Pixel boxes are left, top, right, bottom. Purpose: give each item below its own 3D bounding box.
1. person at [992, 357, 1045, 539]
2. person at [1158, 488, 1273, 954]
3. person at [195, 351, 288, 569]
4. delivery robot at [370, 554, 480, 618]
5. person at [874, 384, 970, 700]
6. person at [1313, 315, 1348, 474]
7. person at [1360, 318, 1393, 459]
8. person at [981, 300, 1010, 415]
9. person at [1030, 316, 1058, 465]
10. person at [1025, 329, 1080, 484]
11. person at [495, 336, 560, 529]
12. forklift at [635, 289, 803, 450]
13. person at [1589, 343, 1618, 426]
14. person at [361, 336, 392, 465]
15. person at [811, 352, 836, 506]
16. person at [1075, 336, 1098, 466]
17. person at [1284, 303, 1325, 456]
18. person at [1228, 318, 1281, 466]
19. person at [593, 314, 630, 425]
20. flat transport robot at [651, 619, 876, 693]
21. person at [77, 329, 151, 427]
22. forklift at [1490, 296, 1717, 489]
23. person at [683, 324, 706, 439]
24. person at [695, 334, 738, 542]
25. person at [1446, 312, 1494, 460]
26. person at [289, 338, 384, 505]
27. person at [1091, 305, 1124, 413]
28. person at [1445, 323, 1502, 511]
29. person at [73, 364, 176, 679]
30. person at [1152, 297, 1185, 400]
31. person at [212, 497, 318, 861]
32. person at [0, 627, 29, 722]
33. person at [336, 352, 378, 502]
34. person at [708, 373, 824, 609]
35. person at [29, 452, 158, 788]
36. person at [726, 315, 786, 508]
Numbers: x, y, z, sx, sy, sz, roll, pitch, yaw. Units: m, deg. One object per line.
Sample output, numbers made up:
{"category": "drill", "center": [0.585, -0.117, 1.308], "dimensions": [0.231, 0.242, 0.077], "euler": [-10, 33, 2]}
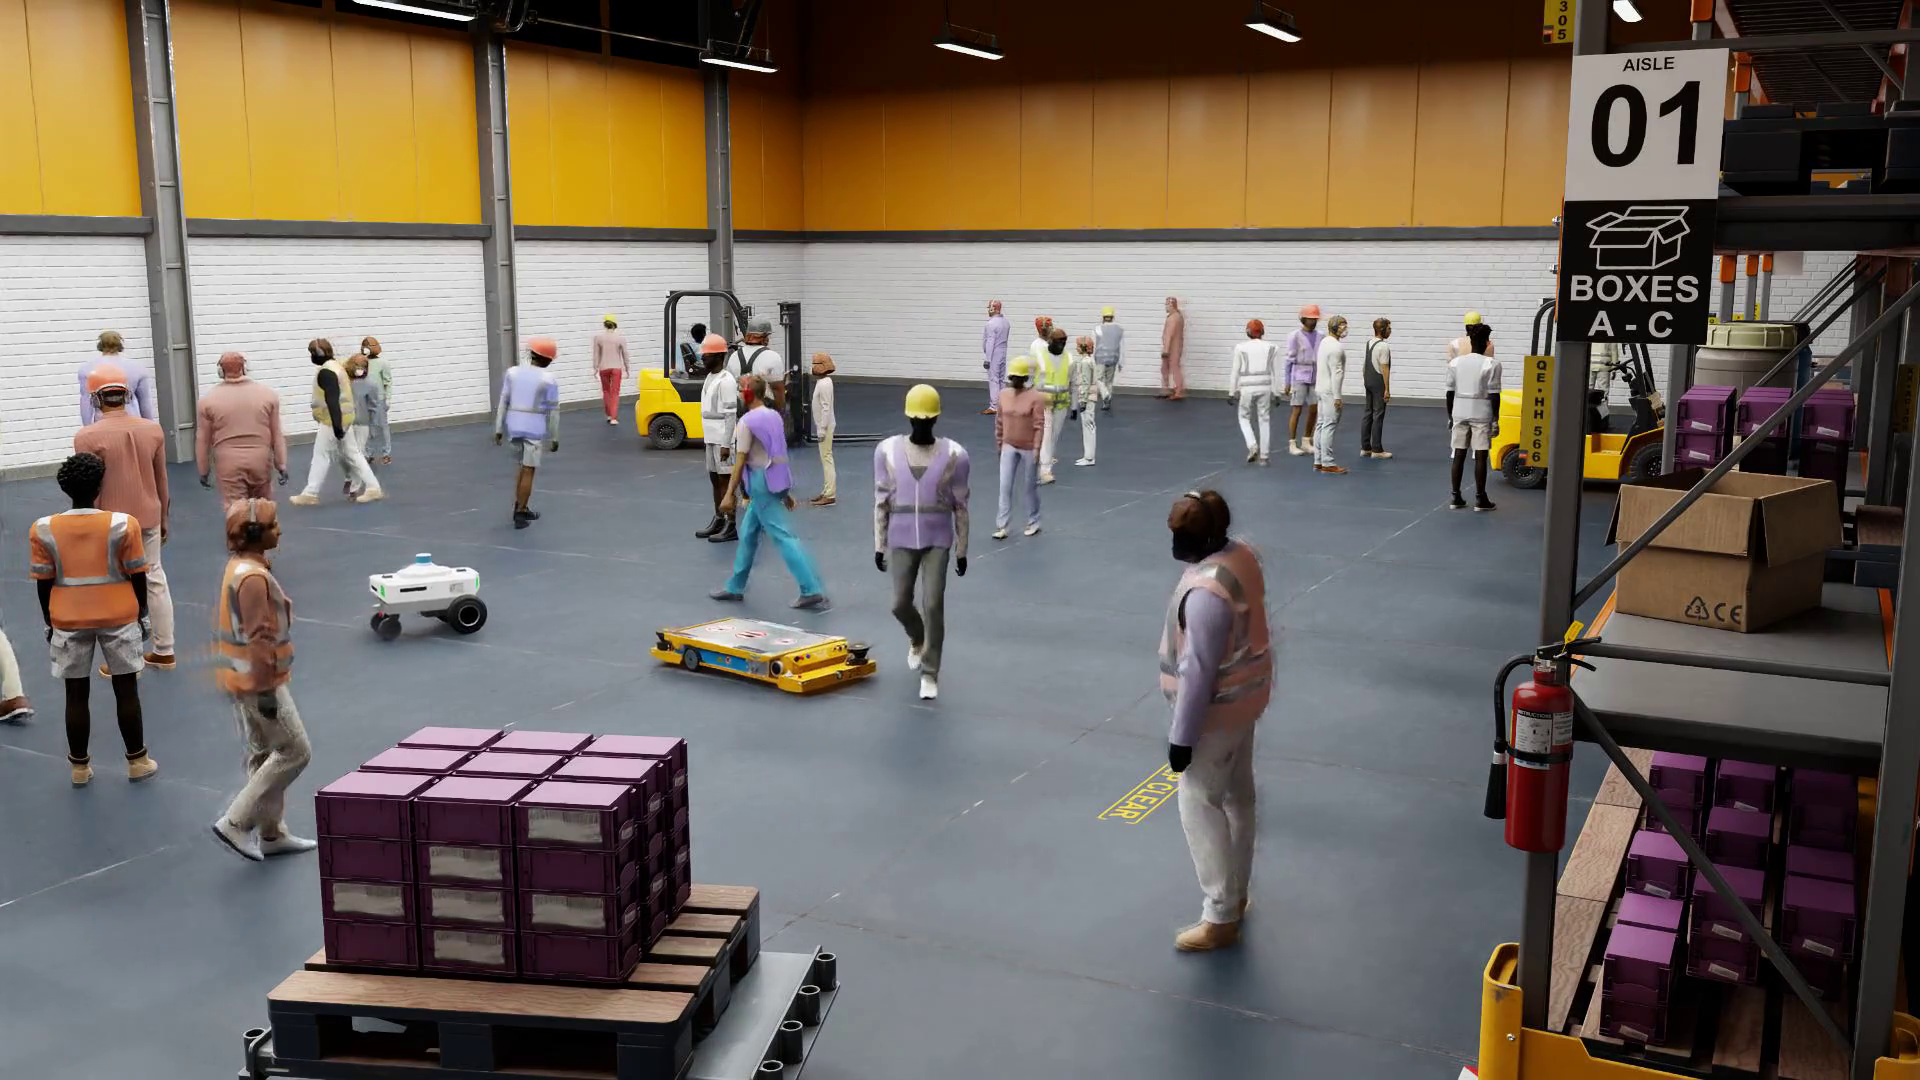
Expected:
{"category": "person", "center": [0.550, -0.851, 15.579], "dimensions": [0.533, 1.722, 0.863], "euler": [4, 11, 22]}
{"category": "person", "center": [1.008, 0.673, 6.555], "dimensions": [0.433, 1.809, 0.746], "euler": [4, 11, 23]}
{"category": "person", "center": [-5.961, -0.623, 13.775], "dimensions": [0.680, 1.881, 0.691], "euler": [-6, 11, -30]}
{"category": "delivery robot", "center": [-3.787, 0.340, 11.767], "dimensions": [0.707, 0.478, 0.477], "euler": [-5, 11, -32]}
{"category": "person", "center": [-0.223, -0.012, 10.167], "dimensions": [0.590, 1.906, 0.576], "euler": [1, 10, 8]}
{"category": "person", "center": [4.527, -1.774, 20.310], "dimensions": [0.374, 1.934, 0.628], "euler": [-1, 10, -5]}
{"category": "person", "center": [5.476, -1.989, 21.816], "dimensions": [0.327, 1.842, 0.514], "euler": [-3, 10, -19]}
{"category": "person", "center": [0.573, -3.046, 27.755], "dimensions": [0.410, 1.909, 0.642], "euler": [5, 11, 27]}
{"category": "person", "center": [1.057, -1.904, 21.209], "dimensions": [0.355, 1.883, 0.573], "euler": [-1, 10, -7]}
{"category": "person", "center": [1.110, -1.547, 19.374], "dimensions": [0.638, 1.801, 0.878], "euler": [-3, 10, -18]}
{"category": "person", "center": [-4.207, -1.057, 16.334], "dimensions": [0.641, 1.875, 0.617], "euler": [3, 10, 19]}
{"category": "forklift", "center": [-3.358, -2.392, 23.136], "dimensions": [2.313, 2.155, 1.214], "euler": [-1, 10, -5]}
{"category": "person", "center": [9.887, -2.673, 25.803], "dimensions": [0.592, 1.833, 0.404], "euler": [6, 11, 30]}
{"category": "person", "center": [-7.463, -1.773, 21.167], "dimensions": [0.497, 1.634, 0.279], "euler": [2, 10, 14]}
{"category": "person", "center": [-1.464, -1.184, 17.766], "dimensions": [0.279, 1.633, 0.504], "euler": [-1, 10, -6]}
{"category": "person", "center": [1.594, -1.753, 21.040], "dimensions": [0.314, 1.640, 0.516], "euler": [2, 10, 9]}
{"category": "person", "center": [4.606, -2.122, 22.073], "dimensions": [0.615, 2.027, 0.444], "euler": [-6, 11, -30]}
{"category": "person", "center": [3.737, -1.867, 21.060], "dimensions": [0.707, 1.861, 0.466], "euler": [-1, 10, -3]}
{"category": "person", "center": [-5.469, -2.685, 26.181], "dimensions": [0.546, 1.726, 0.864], "euler": [0, 10, 0]}
{"category": "flat transport robot", "center": [-1.282, 0.714, 10.714], "dimensions": [1.431, 0.197, 0.652], "euler": [8, 13, 40]}
{"category": "person", "center": [-8.431, -1.127, 16.601], "dimensions": [0.655, 1.940, 0.476], "euler": [-8, 12, -37]}
{"category": "forklift", "center": [7.296, -1.677, 18.993], "dimensions": [2.313, 2.155, 1.214], "euler": [5, 11, 27]}
{"category": "person", "center": [-3.744, -2.301, 24.129], "dimensions": [0.854, 1.654, 0.540], "euler": [-4, 11, -23]}
{"category": "person", "center": [-2.271, -0.948, 15.519], "dimensions": [0.355, 1.939, 0.543], "euler": [-6, 11, -30]}
{"category": "person", "center": [6.628, -1.999, 21.629], "dimensions": [0.594, 1.925, 0.370], "euler": [4, 11, 21]}
{"category": "person", "center": [-6.695, -1.266, 17.830], "dimensions": [0.955, 1.783, 0.659], "euler": [-1, 10, -8]}
{"category": "person", "center": [2.465, -3.011, 27.808], "dimensions": [0.606, 1.811, 0.565], "euler": [-3, 10, -15]}
{"category": "person", "center": [5.367, -1.286, 17.387], "dimensions": [0.608, 1.966, 0.370], "euler": [10, 14, 44]}
{"category": "person", "center": [-5.301, -0.114, 10.537], "dimensions": [0.395, 1.988, 0.614], "euler": [5, 11, 27]}
{"category": "person", "center": [3.769, -3.485, 30.343], "dimensions": [0.757, 1.879, 0.680], "euler": [3, 10, 17]}
{"category": "person", "center": [-3.054, 0.622, 7.301], "dimensions": [0.364, 1.627, 0.534], "euler": [-5, 11, -27]}
{"category": "person", "center": [-5.748, 0.155, 9.522], "dimensions": [0.973, 1.814, 0.543], "euler": [5, 11, 26]}
{"category": "person", "center": [-6.578, -1.233, 18.073], "dimensions": [0.538, 1.613, 0.393], "euler": [-1, 10, -8]}
{"category": "person", "center": [-1.462, -0.368, 12.629], "dimensions": [0.996, 1.793, 0.572], "euler": [2, 10, 13]}
{"category": "person", "center": [-4.352, 0.406, 8.375], "dimensions": [0.535, 1.697, 0.318], "euler": [-3, 10, -17]}
{"category": "person", "center": [-2.087, -1.351, 17.551], "dimensions": [0.675, 2.000, 0.537], "euler": [6, 11, 30]}
